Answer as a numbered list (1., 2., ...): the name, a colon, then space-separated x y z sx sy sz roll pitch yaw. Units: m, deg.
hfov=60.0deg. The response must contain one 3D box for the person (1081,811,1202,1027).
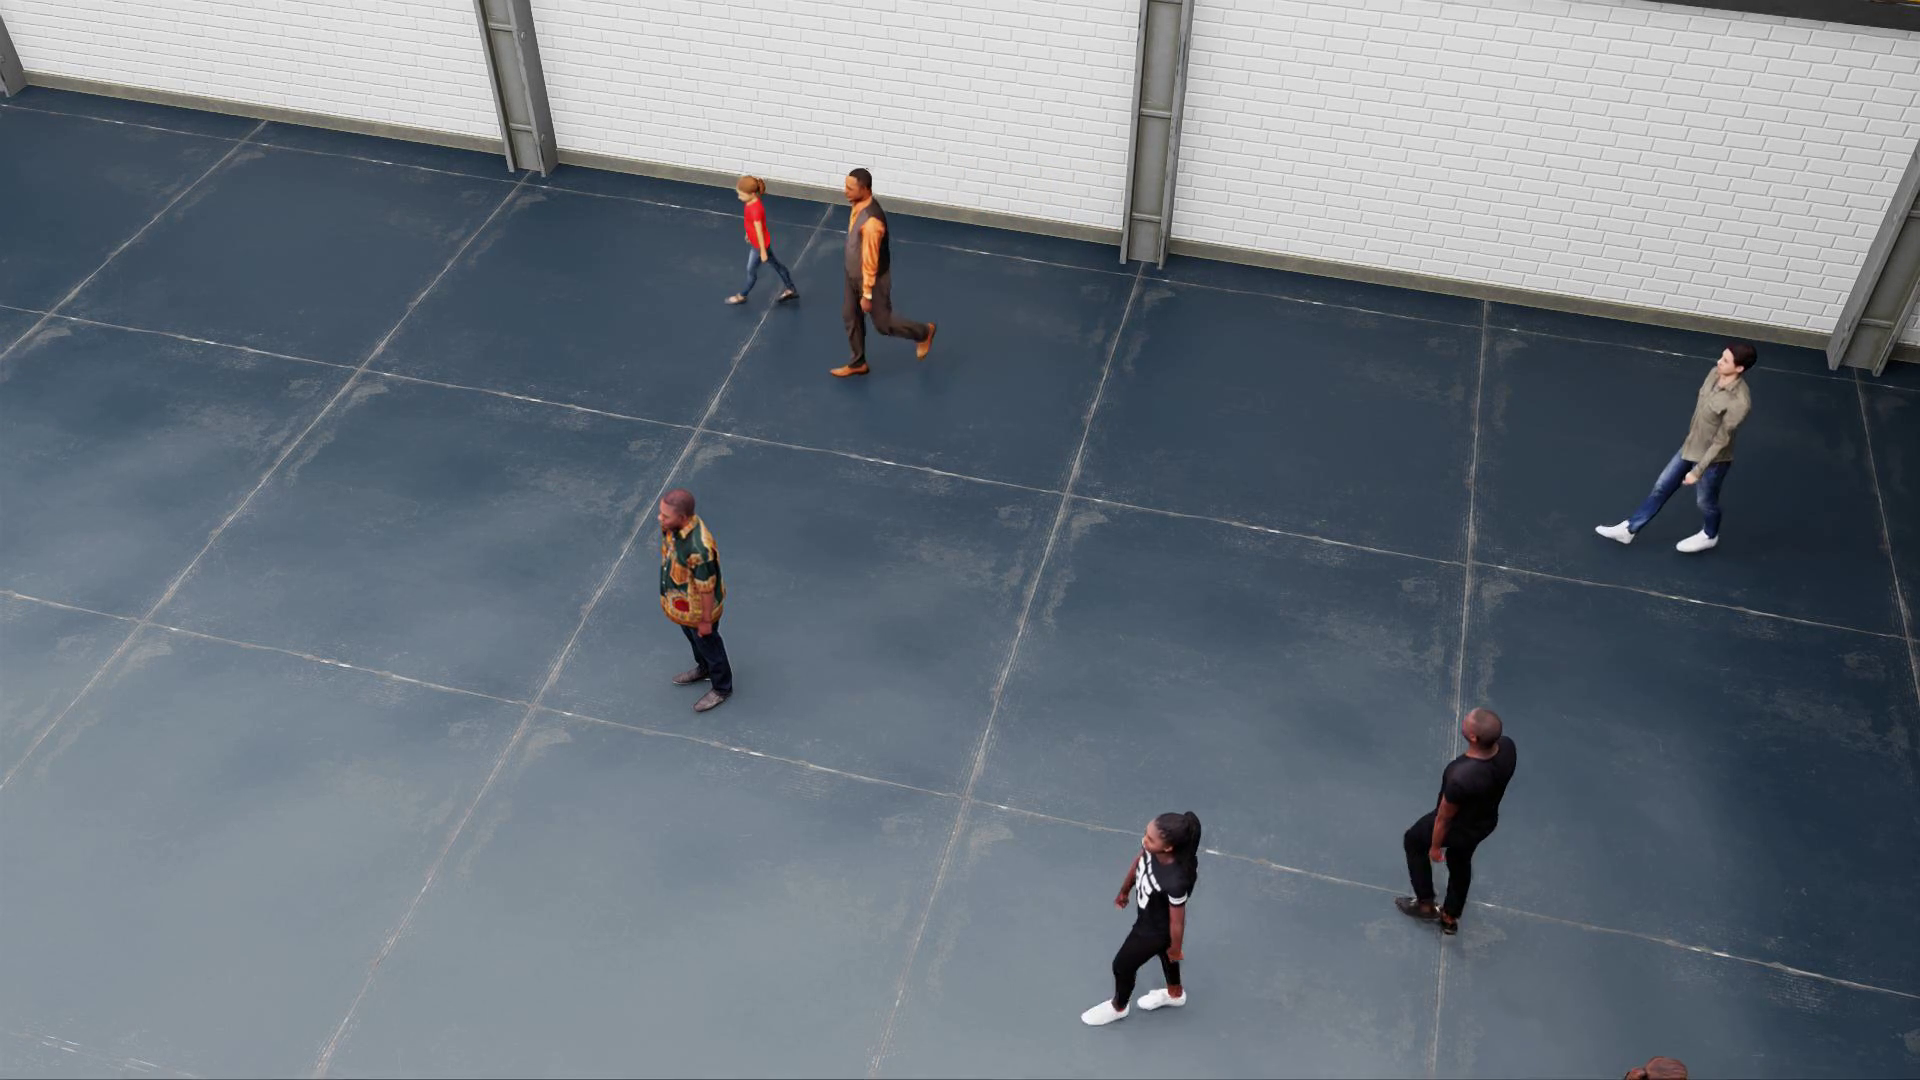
1. person: 1.142 2.030 8.956 0.955 1.707 0.817 -6 44 -6

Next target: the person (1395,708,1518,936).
1. person: 2.864 1.645 9.290 0.812 1.806 0.869 -23 48 -23

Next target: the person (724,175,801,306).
1. person: -1.625 -2.521 14.047 0.951 1.275 0.753 -7 44 -7

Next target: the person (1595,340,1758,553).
1. person: 5.297 -0.586 11.622 1.239 1.817 0.977 -4 44 -4

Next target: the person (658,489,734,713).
1. person: -1.692 0.364 10.634 0.885 1.806 0.817 -24 49 -23

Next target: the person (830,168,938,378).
1. person: -0.624 -2.090 13.151 1.258 1.888 1.108 -13 45 -14
